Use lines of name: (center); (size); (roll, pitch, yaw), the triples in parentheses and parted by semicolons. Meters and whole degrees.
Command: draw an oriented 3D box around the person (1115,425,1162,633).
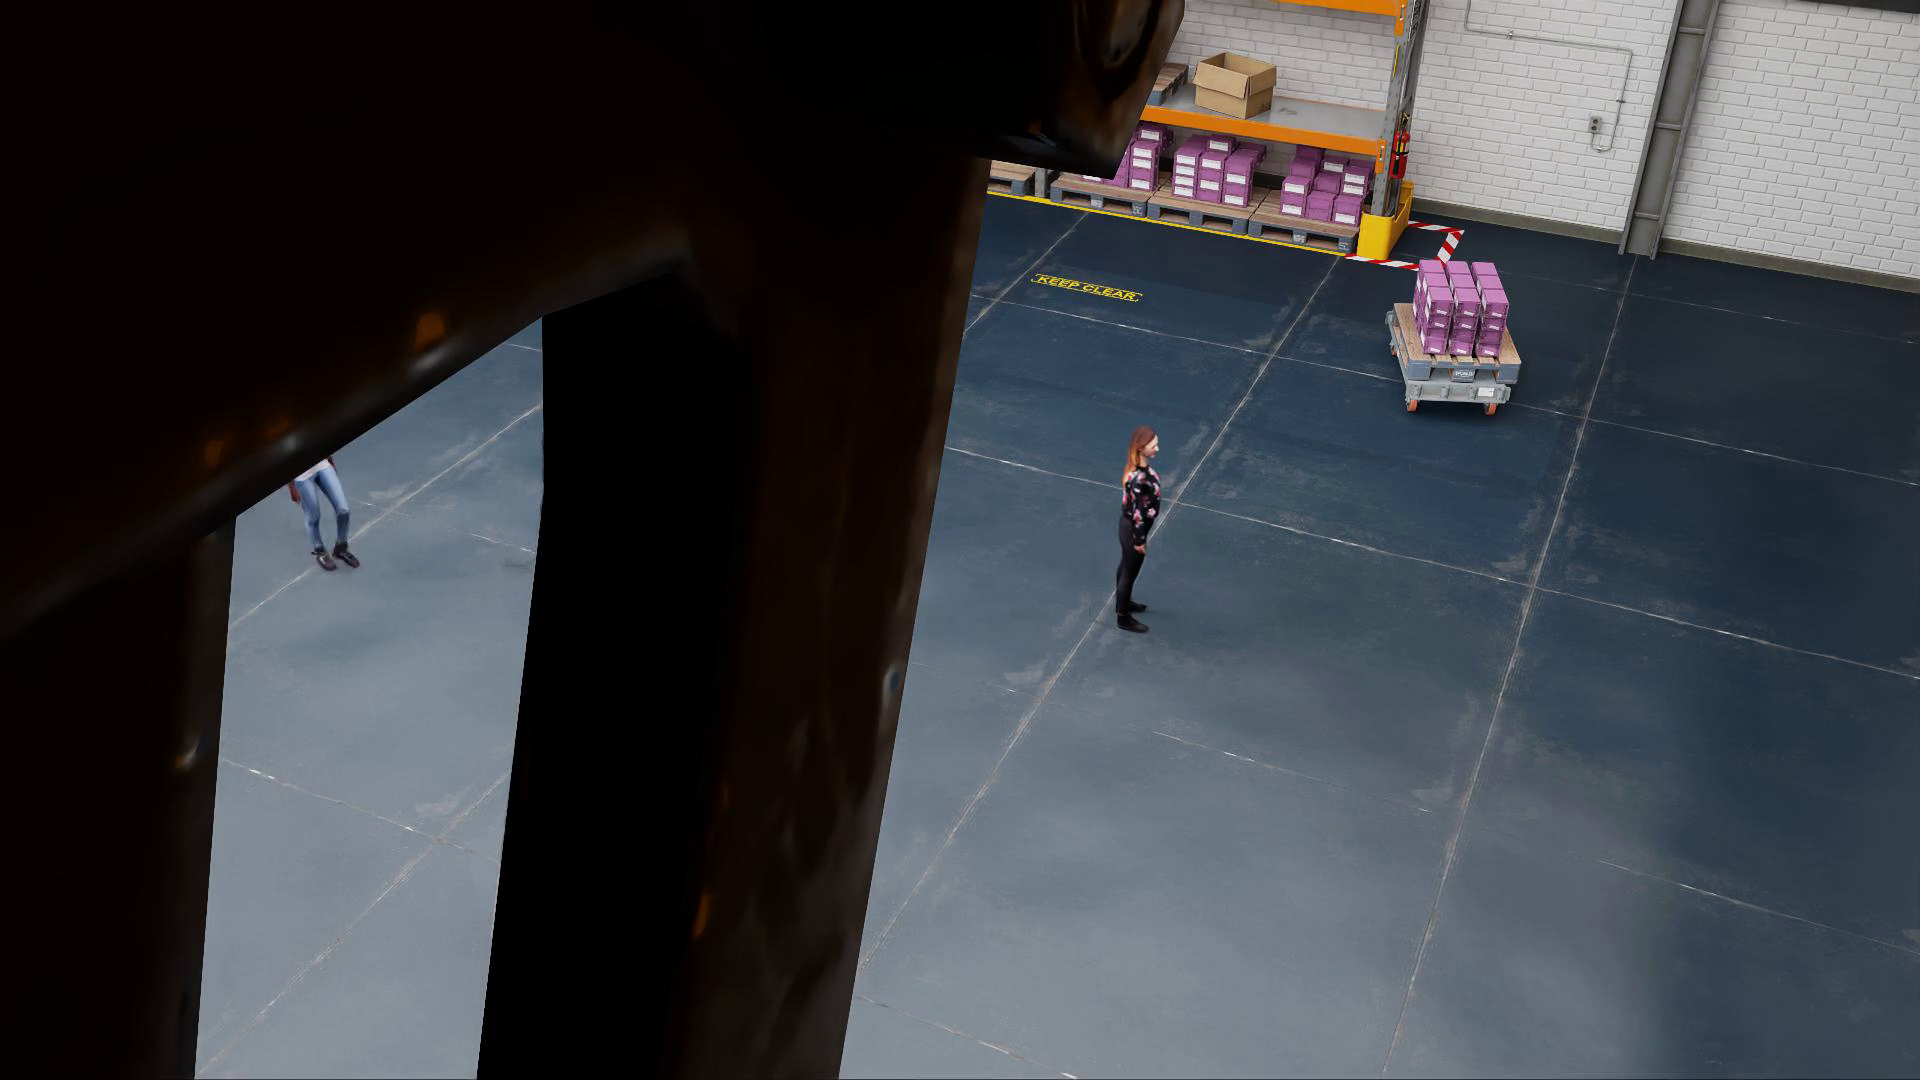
person: (1.299, -0.100, 12.395); (0.612, 1.685, 0.633); (3, 34, 5)
